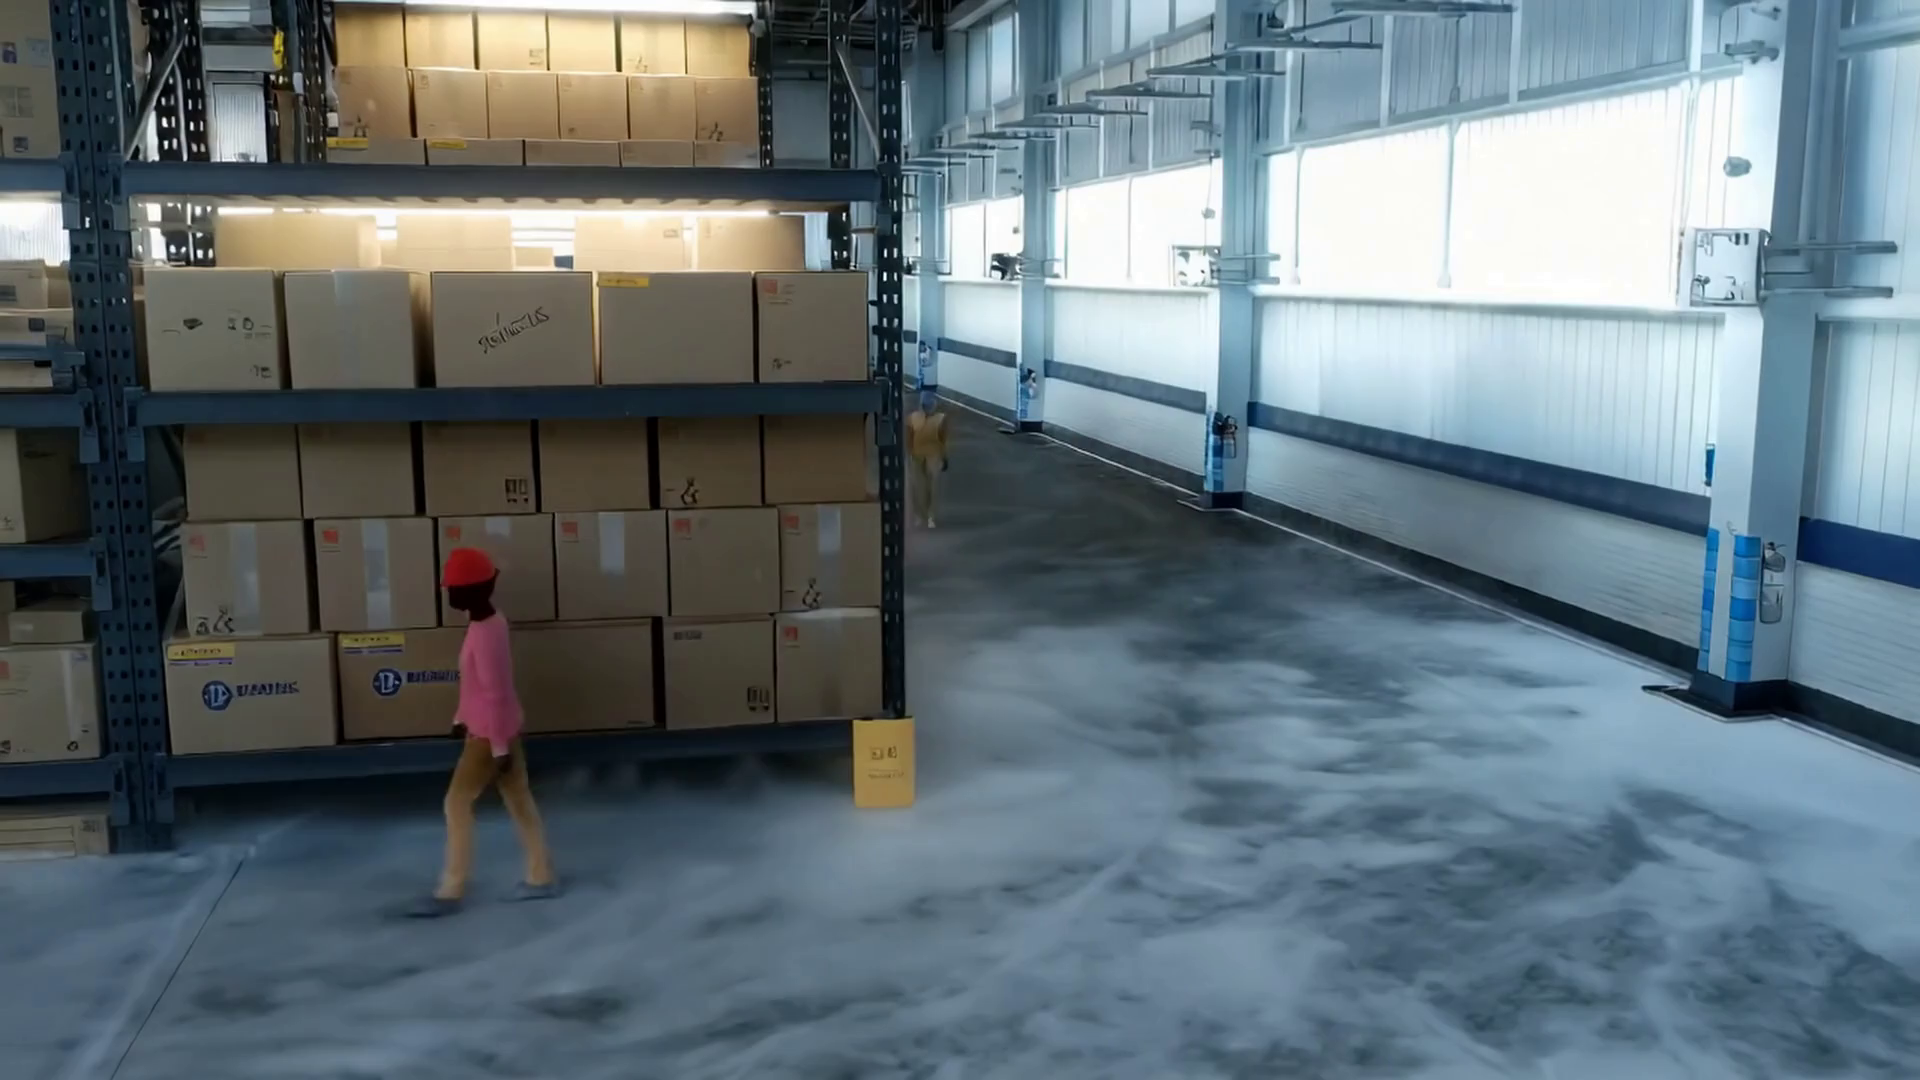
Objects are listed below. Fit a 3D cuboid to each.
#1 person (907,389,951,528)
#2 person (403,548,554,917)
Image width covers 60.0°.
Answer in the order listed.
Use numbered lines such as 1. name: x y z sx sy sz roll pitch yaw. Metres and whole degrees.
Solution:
1. person: -0.371 -0.938 19.324 0.538 1.620 0.499 2 9 11
2. person: -2.311 0.901 7.812 0.790 1.734 0.528 -2 9 -10
